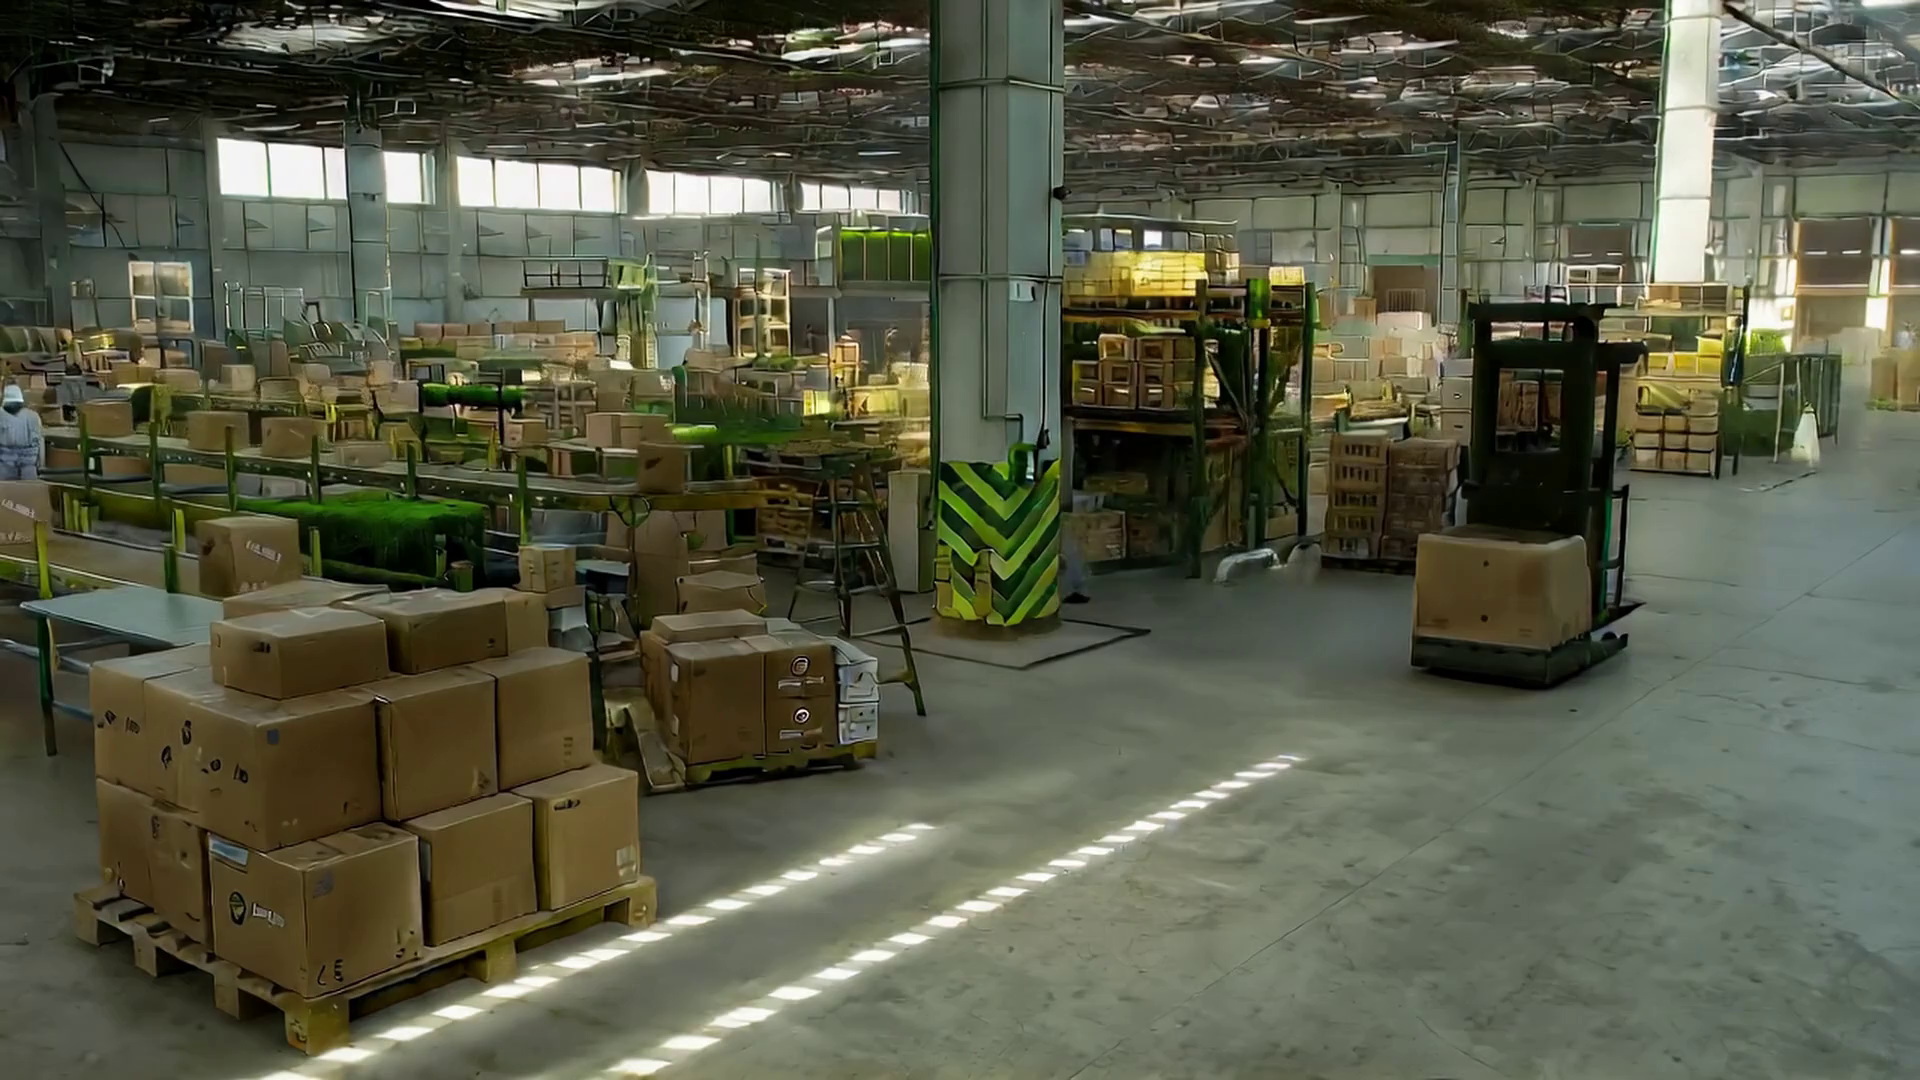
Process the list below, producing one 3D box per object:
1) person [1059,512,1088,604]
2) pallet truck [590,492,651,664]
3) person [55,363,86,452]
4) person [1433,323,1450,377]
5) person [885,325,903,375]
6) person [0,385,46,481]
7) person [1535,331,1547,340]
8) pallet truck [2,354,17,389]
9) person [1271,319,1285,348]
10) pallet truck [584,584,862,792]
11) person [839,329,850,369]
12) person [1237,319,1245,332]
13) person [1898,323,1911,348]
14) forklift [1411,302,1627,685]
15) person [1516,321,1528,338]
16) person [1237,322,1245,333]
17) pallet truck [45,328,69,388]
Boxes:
[{"bbox_3d":[0.733,-0.306,15.382,1.026,1.855,0.664,-2,9,-12],"label":"person"},{"bbox_3d":[-3.115,0.344,12.883,0.653,1.274,1.630,7,11,37],"label":"pallet truck"},{"bbox_3d":[-16.249,-2.426,30.433,0.501,1.633,0.282,-2,9,-13],"label":"person"},{"bbox_3d":[16.602,-6.549,57.375,0.558,1.895,0.979,3,9,18],"label":"person"},{"bbox_3d":[-2.334,-6.680,58.609,0.911,1.795,0.593,8,11,42],"label":"person"},{"bbox_3d":[-11.113,-0.916,19.614,0.591,1.826,0.403,-4,9,-26],"label":"person"},{"bbox_3d":[14.078,-4.066,40.318,1.067,1.981,0.631,7,11,39],"label":"person"},{"bbox_3d":[-24.881,-4.417,42.634,1.885,1.965,0.823,8,11,41],"label":"pallet truck"},{"bbox_3d":[12.971,-8.056,67.690,0.585,1.858,0.881,4,9,26],"label":"person"},{"bbox_3d":[-1.426,0.805,10.019,1.601,1.201,0.680,-4,9,-26],"label":"pallet truck"},{"bbox_3d":[-3.699,-5.924,53.685,0.376,1.729,0.489,6,10,33],"label":"person"},{"bbox_3d":[11.595,-8.223,68.545,0.399,1.928,0.542,3,9,21],"label":"person"},{"bbox_3d":[32.259,-6.472,56.865,0.361,1.886,0.574,5,10,30],"label":"person"},{"bbox_3d":[4.379,-0.438,12.852,1.129,2.768,1.873,7,11,37],"label":"forklift"},{"bbox_3d":[25.711,-9.287,76.162,0.520,1.803,0.987,1,8,6],"label":"person"},{"bbox_3d":[9.159,-6.131,54.287,0.617,1.972,0.784,0,8,0],"label":"person"},{"bbox_3d":[-23.775,-4.544,43.495,1.885,1.965,0.823,6,10,35],"label":"pallet truck"}]
